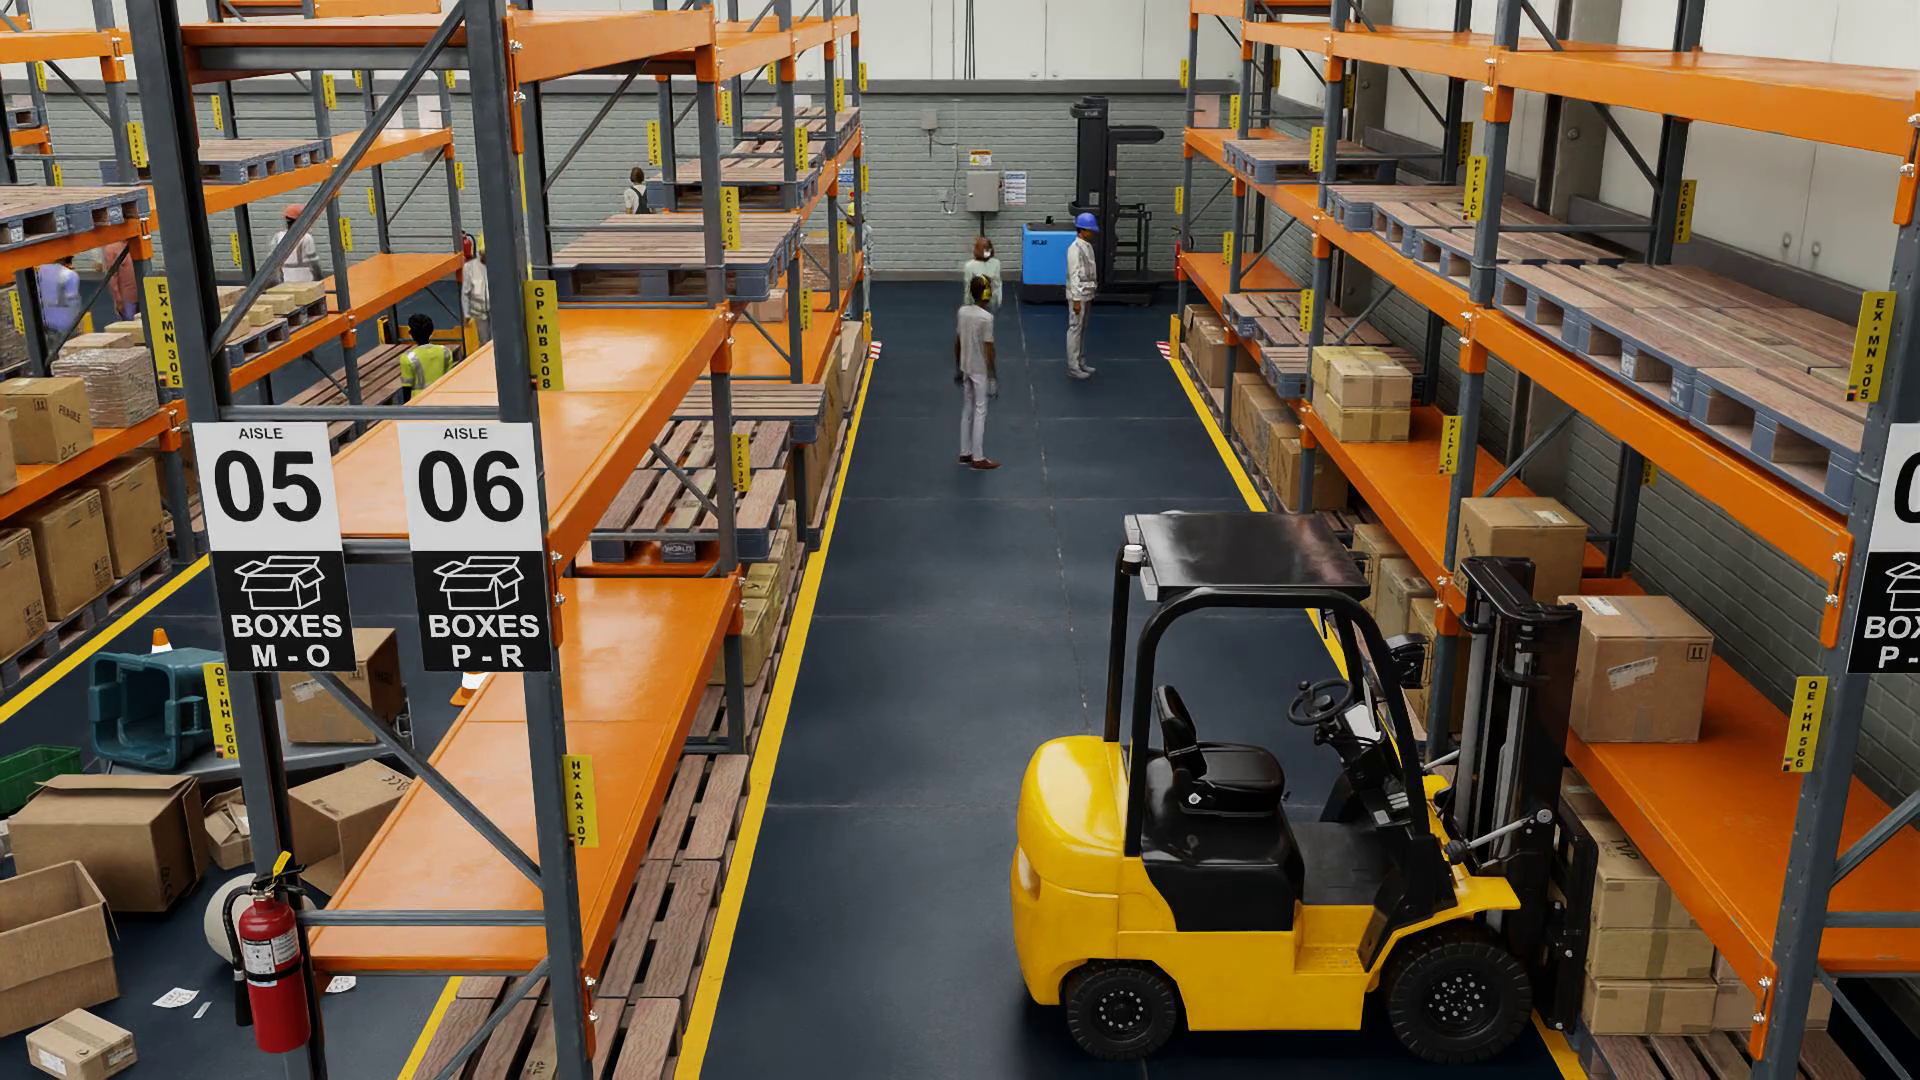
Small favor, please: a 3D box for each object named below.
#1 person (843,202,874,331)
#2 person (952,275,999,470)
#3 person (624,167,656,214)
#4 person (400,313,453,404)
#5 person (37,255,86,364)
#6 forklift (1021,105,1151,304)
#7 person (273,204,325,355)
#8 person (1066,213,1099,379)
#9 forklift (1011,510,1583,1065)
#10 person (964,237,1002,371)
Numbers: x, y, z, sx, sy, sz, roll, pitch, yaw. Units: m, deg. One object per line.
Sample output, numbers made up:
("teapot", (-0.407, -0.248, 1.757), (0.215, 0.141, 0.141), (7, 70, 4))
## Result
("person", (-1.398, -3.672, 22.393), (0.485, 1.736, 0.322), (-4, 19, -11))
("person", (0.169, -1.610, 15.976), (0.417, 1.855, 0.621), (-15, 23, -37))
("person", (-4.935, -4.835, 25.734), (0.508, 1.846, 0.345), (-12, 22, -32))
("person", (-4.765, -1.193, 14.959), (0.320, 1.693, 0.534), (14, 23, 36))
("person", (-9.833, -2.366, 18.176), (0.598, 1.906, 0.650), (8, 20, 23))
("forklift", (1.857, -4.944, 24.441), (1.873, 2.768, 1.129), (0, 18, 0))
("person", (-8.261, -3.238, 20.808), (0.549, 1.901, 0.589), (6, 19, 16))
("person", (1.437, -2.896, 19.709), (0.384, 1.948, 0.605), (6, 19, 17))
("forklift", (1.387, 1.055, 7.378), (2.313, 2.155, 1.214), (0, 18, 0))
("person", (0.252, -2.908, 20.287), (0.512, 1.605, 0.715), (-10, 21, -29))
